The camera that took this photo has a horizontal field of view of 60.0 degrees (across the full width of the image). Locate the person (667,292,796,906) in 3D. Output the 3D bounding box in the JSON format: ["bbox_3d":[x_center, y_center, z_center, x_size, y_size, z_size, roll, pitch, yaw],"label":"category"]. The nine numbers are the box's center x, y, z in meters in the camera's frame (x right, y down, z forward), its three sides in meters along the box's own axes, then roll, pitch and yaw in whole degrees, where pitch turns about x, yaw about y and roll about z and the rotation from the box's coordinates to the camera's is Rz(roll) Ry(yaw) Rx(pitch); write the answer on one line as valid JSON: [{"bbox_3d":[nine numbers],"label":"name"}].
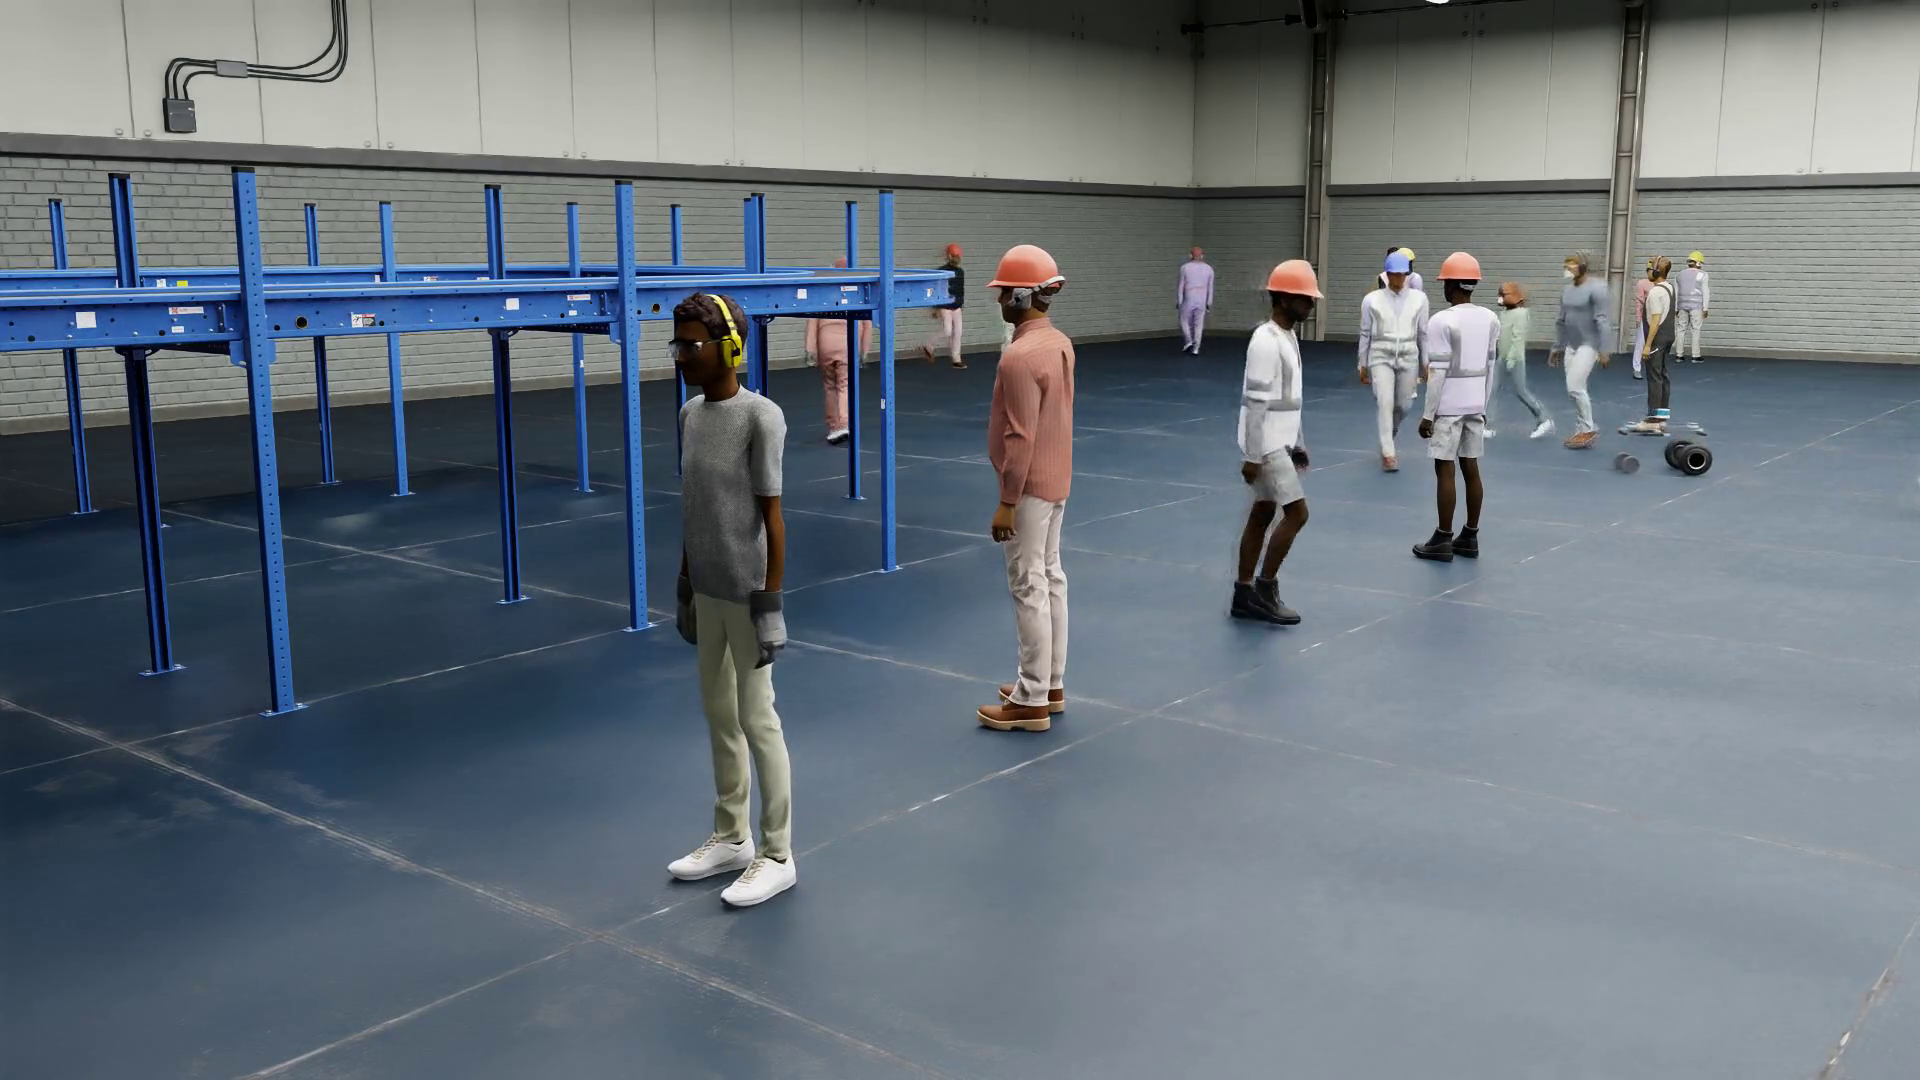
[{"bbox_3d":[-0.711,0.181,5.126,0.318,1.857,0.520,-10,14,-43],"label":"person"}]

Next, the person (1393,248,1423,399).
[{"bbox_3d":[5.691,-2.762,21.252,0.398,1.914,0.589,-1,10,-6],"label":"person"}]

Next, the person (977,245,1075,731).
[{"bbox_3d":[0.285,-0.218,6.933,0.381,1.995,0.611,4,11,19],"label":"person"}]

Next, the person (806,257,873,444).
[{"bbox_3d":[-1.210,-1.893,16.626,0.657,1.856,0.814,1,10,8],"label":"person"}]

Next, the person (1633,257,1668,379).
[{"bbox_3d":[10.110,-3.240,24.315,0.522,1.768,0.311,-2,10,-12],"label":"person"}]

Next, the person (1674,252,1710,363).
[{"bbox_3d":[12.136,-3.857,27.578,0.403,1.822,0.587,-9,13,-39],"label":"person"}]

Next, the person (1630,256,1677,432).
[{"bbox_3d":[7.394,-2.081,17.670,0.345,1.847,0.506,9,14,42],"label":"person"}]

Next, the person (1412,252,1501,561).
[{"bbox_3d":[3.143,-0.847,10.579,0.543,1.938,0.357,-6,12,-29],"label":"person"}]

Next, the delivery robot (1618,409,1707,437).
[{"bbox_3d":[6.175,-1.037,14.602,0.698,0.223,0.335,1,10,7],"label":"delivery robot"}]

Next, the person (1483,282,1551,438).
[{"bbox_3d":[5.674,-1.838,16.995,0.798,1.600,0.496,-2,10,-10],"label":"person"}]

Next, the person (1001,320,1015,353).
[{"bbox_3d":[0.684,-2.002,17.876,0.529,1.609,0.731,-7,13,-36],"label":"person"}]

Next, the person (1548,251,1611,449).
[{"bbox_3d":[6.019,-1.833,16.117,0.508,1.908,0.662,-3,11,-14],"label":"person"}]

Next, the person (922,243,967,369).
[{"bbox_3d":[-0.221,-3.690,26.230,0.668,1.974,0.625,8,13,38],"label":"person"}]

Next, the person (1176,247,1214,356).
[{"bbox_3d":[4.112,-4.189,29.212,0.683,1.893,0.432,-2,10,-12],"label":"person"}]

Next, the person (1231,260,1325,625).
[{"bbox_3d":[1.686,-0.506,8.772,0.553,1.915,0.544,3,11,18],"label":"person"}]

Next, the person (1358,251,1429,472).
[{"bbox_3d":[3.856,-1.607,14.834,0.612,1.926,0.828,0,10,2],"label":"person"}]

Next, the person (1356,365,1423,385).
[{"bbox_3d":[6.097,-3.099,23.440,0.904,1.805,0.625,-1,10,-3],"label":"person"}]

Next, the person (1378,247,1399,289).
[{"bbox_3d":[5.896,-3.008,22.606,0.590,1.919,0.395,-6,12,-32],"label":"person"}]
